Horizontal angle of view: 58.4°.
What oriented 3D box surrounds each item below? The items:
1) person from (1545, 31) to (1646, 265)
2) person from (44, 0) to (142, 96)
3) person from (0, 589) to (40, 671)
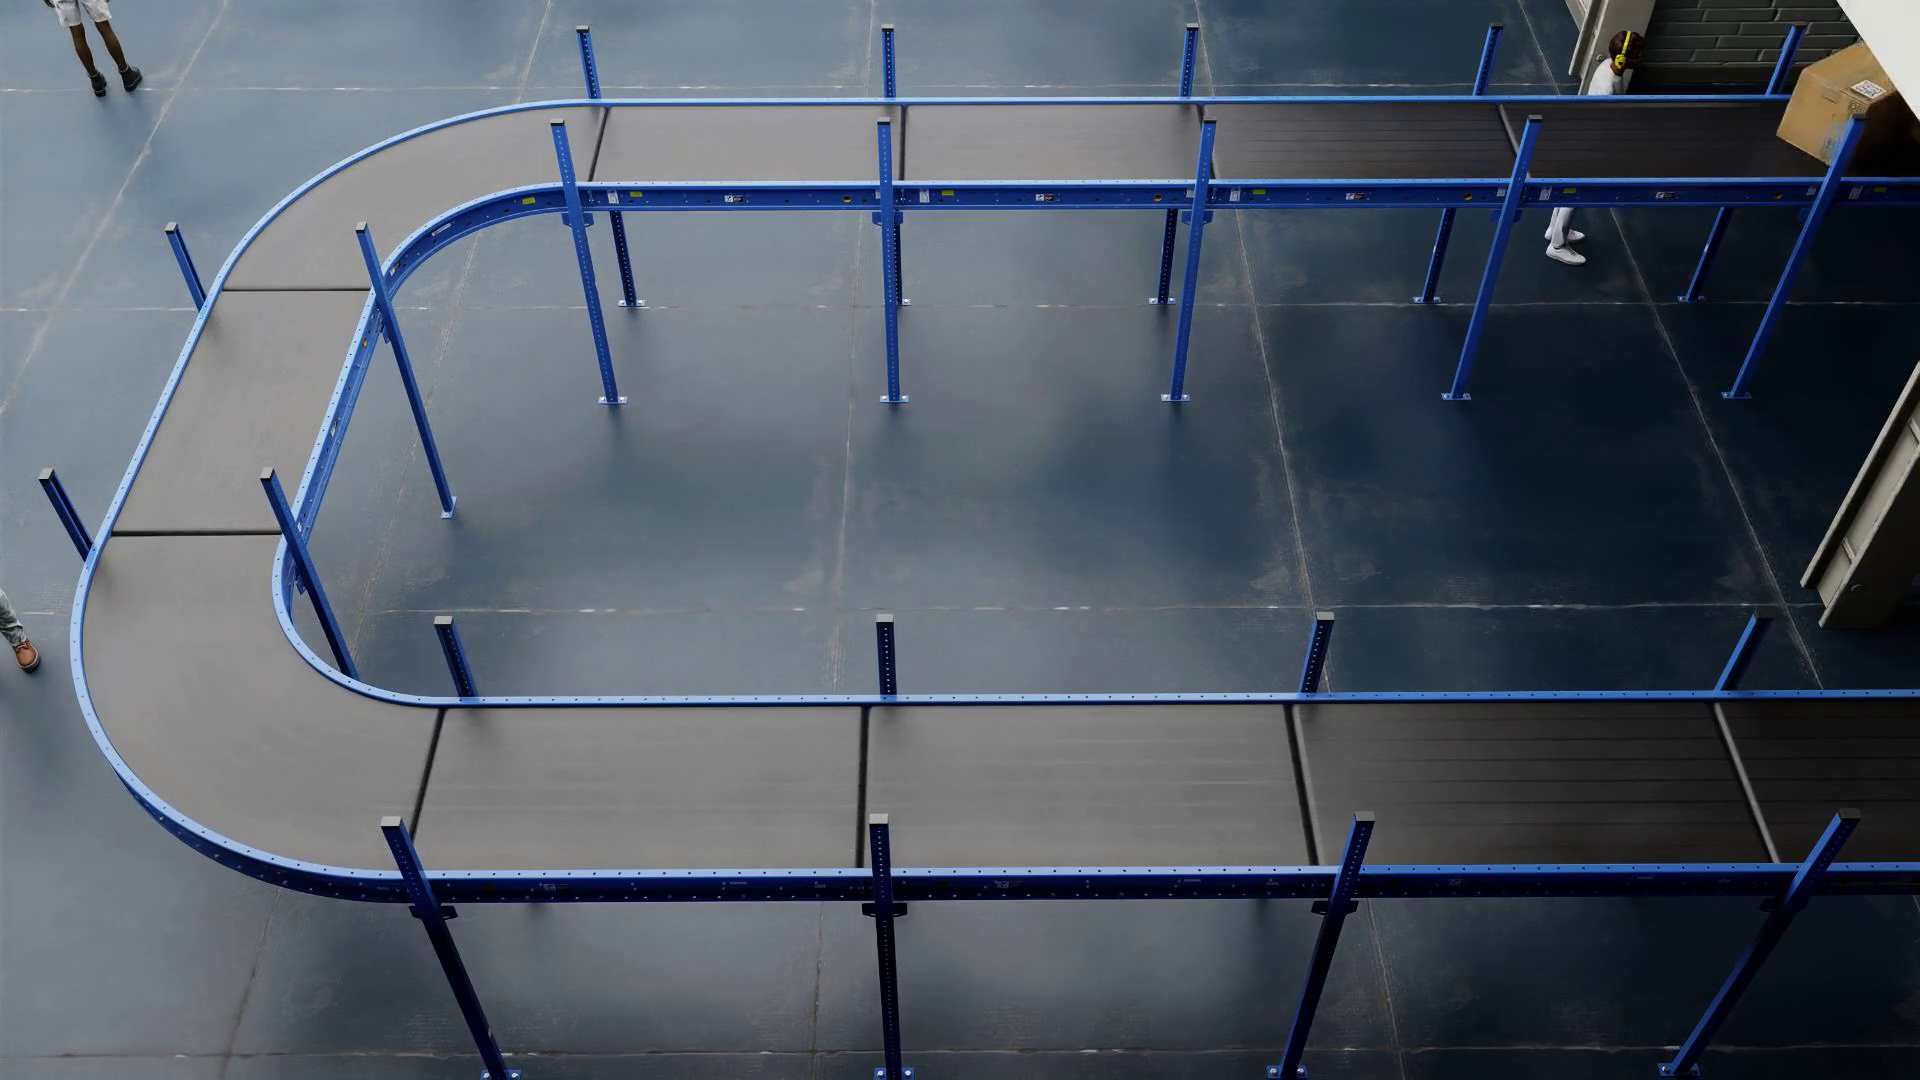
[{"bbox_3d":[4.706,-2.919,12.724,0.328,1.872,0.513,10,48,9],"label":"person"},{"bbox_3d":[-7.378,-4.633,14.280,0.549,1.933,0.373,-11,48,-10],"label":"person"},{"bbox_3d":[-5.883,0.089,9.870,0.631,1.940,0.372,-23,51,-20],"label":"person"}]
